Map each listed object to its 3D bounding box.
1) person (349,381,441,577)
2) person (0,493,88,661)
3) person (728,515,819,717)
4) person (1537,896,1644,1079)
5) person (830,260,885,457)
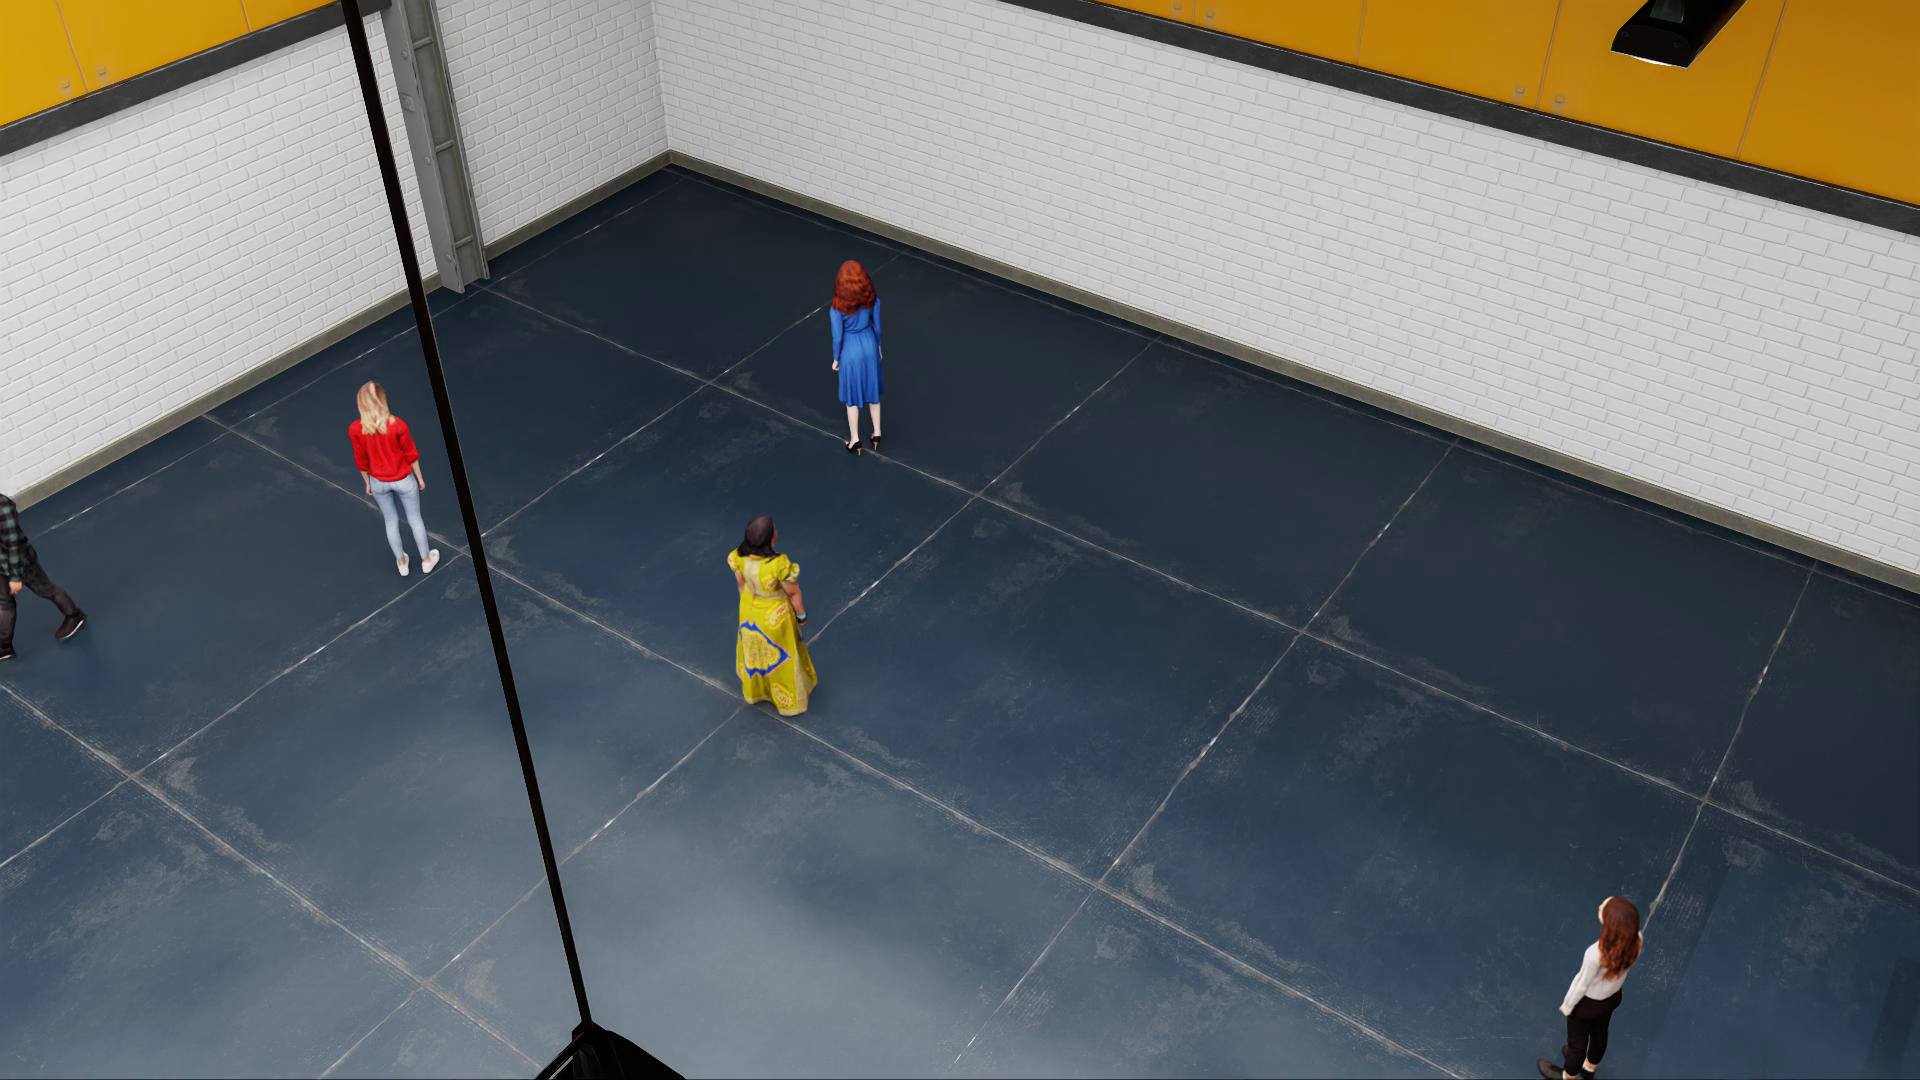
[{"bbox_3d":[-4.341,-0.456,12.716,0.684,1.704,0.738,-5,39,-7],"label":"person"},{"bbox_3d":[-6.805,0.078,12.044,0.791,1.686,1.069,17,42,20],"label":"person"},{"bbox_3d":[-1.319,0.524,11.524,0.875,1.661,0.783,17,42,20],"label":"person"},{"bbox_3d":[3.526,2.513,9.178,0.555,1.480,0.672,-18,42,-21],"label":"person"},{"bbox_3d":[-0.850,-1.508,13.935,0.673,1.827,0.770,-16,41,-19],"label":"person"}]
